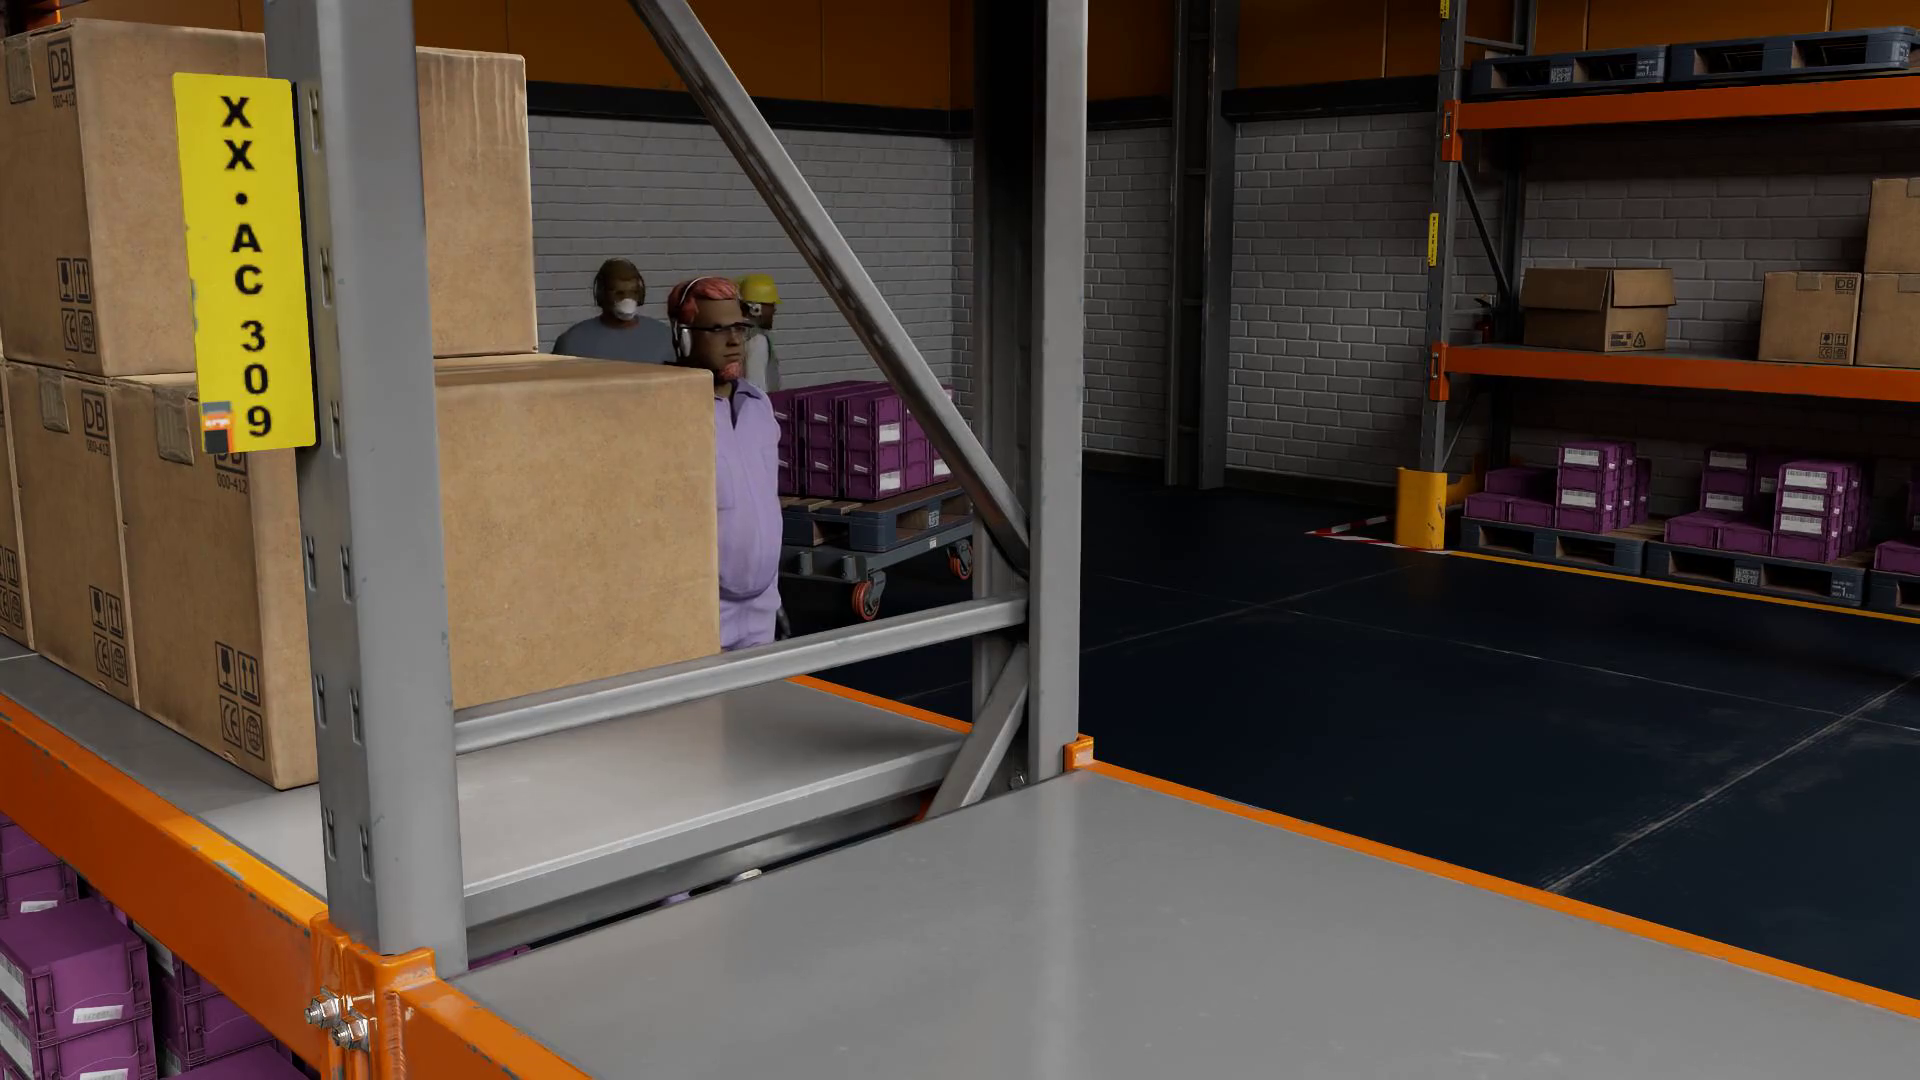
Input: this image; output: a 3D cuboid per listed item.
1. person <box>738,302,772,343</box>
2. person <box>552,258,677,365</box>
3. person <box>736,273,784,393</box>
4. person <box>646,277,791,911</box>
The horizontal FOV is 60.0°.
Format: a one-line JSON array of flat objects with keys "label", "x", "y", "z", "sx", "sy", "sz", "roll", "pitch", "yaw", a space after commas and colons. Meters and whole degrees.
[{"label": "person", "x": -1.517, "y": -1.006, "z": 12.160, "sx": 0.268, "sy": 1.629, "sz": 0.498, "roll": -9, "pitch": 14, "yaw": -40}, {"label": "person", "x": -1.545, "y": -0.337, "z": 7.727, "sx": 0.651, "sy": 1.905, "sz": 0.819, "roll": -4, "pitch": 11, "yaw": -23}, {"label": "person", "x": -1.399, "y": -0.748, "z": 10.303, "sx": 0.742, "sy": 1.797, "sz": 0.625, "roll": -5, "pitch": 11, "yaw": -24}, {"label": "person", "x": -0.709, "y": 0.203, "z": 4.802, "sx": 0.403, "sy": 1.906, "sz": 0.651, "roll": 7, "pitch": 12, "yaw": 32}]
